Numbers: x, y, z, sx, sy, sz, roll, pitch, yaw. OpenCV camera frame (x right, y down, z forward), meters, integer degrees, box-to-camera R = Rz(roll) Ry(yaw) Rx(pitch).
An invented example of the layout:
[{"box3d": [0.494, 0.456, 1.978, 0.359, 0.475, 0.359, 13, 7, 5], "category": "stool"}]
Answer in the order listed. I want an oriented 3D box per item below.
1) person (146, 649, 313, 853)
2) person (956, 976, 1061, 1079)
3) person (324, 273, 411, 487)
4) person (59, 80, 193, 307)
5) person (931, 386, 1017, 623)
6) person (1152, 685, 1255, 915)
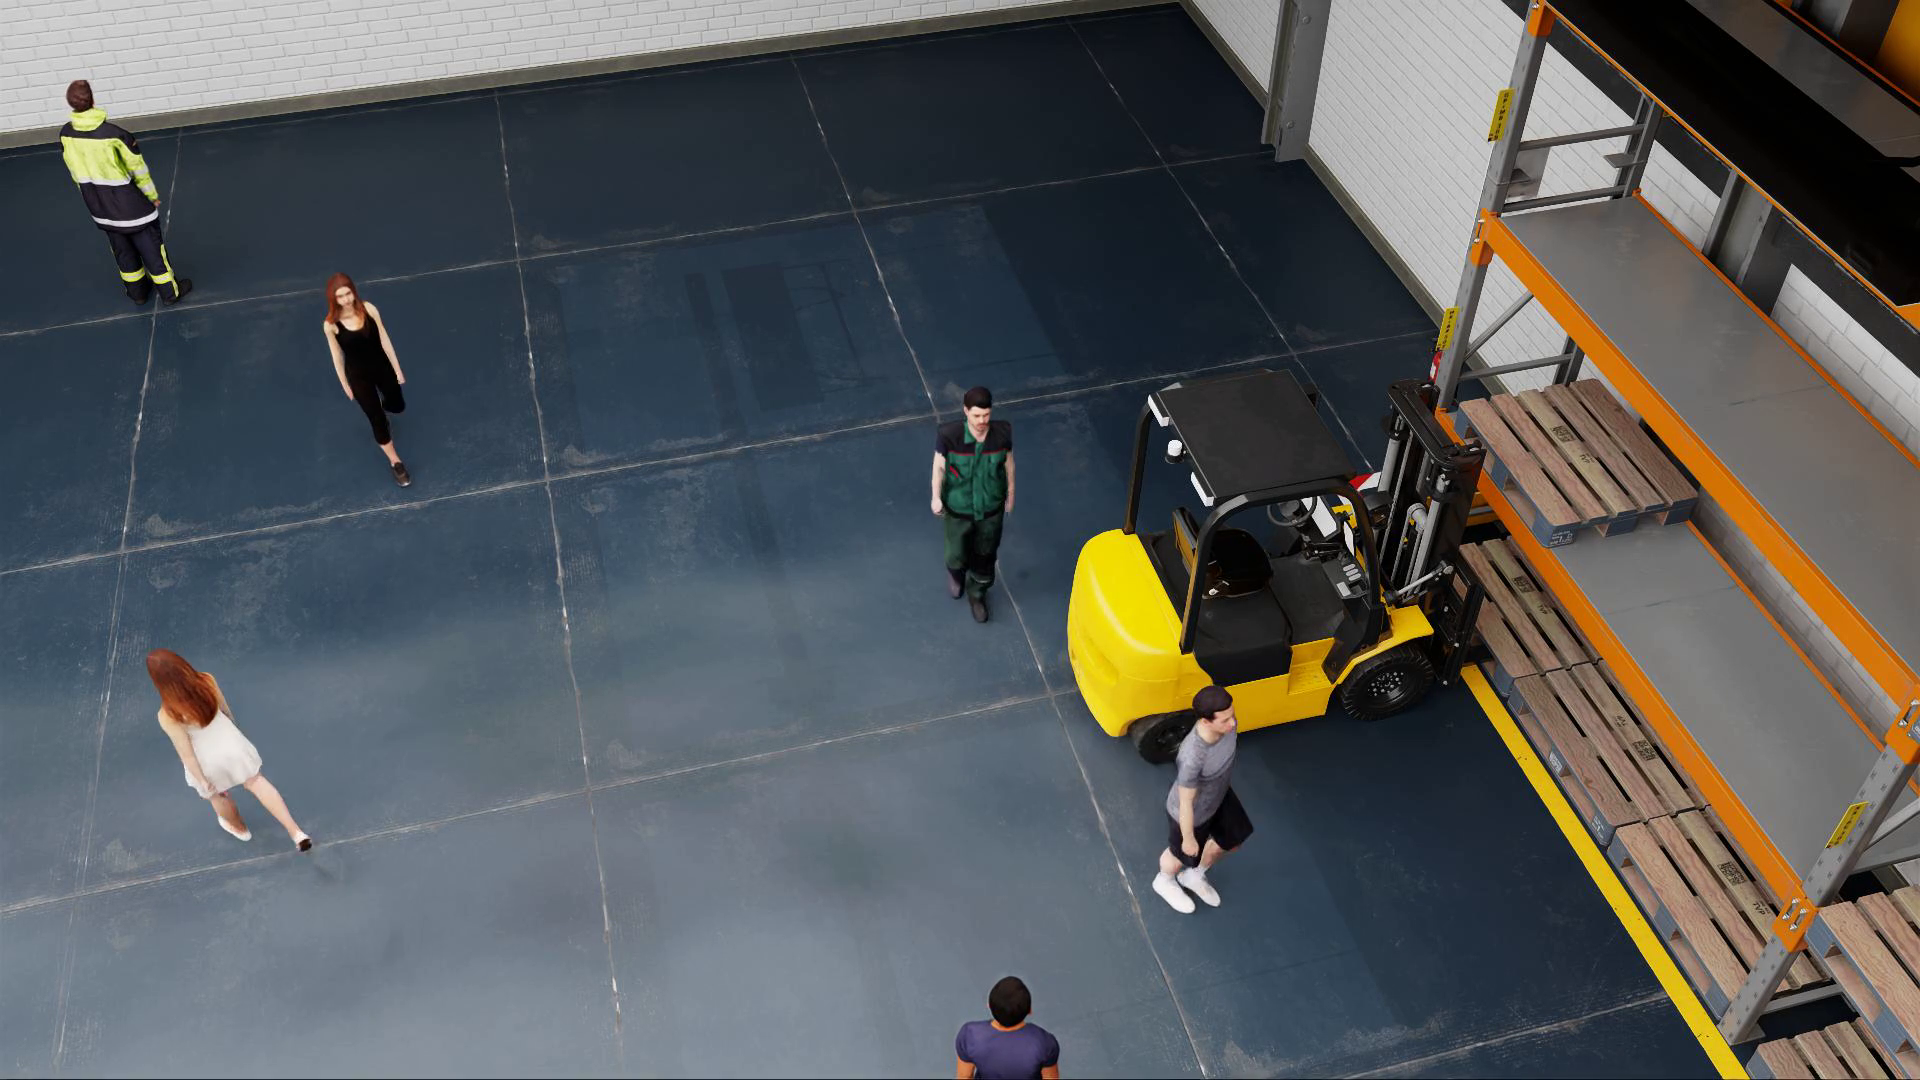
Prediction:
[{"box3d": [-4.144, 1.242, 9.413, 1.048, 1.690, 0.942, 25, 49, 24], "category": "person"}, {"box3d": [0.225, 2.625, 7.887, 0.700, 1.793, 0.637, 2, 44, 2], "category": "person"}, {"box3d": [-4.266, -1.230, 11.995, 0.804, 1.707, 1.064, -25, 49, -24], "category": "person"}, {"box3d": [-6.802, -2.793, 13.434, 0.851, 1.986, 0.781, 3, 44, 3], "category": "person"}, {"box3d": [0.076, -0.295, 10.878, 0.722, 1.895, 0.735, -7, 44, -7], "category": "person"}, {"box3d": [1.237, 1.387, 9.140, 0.868, 1.856, 0.825, 31, 51, 28], "category": "person"}]
